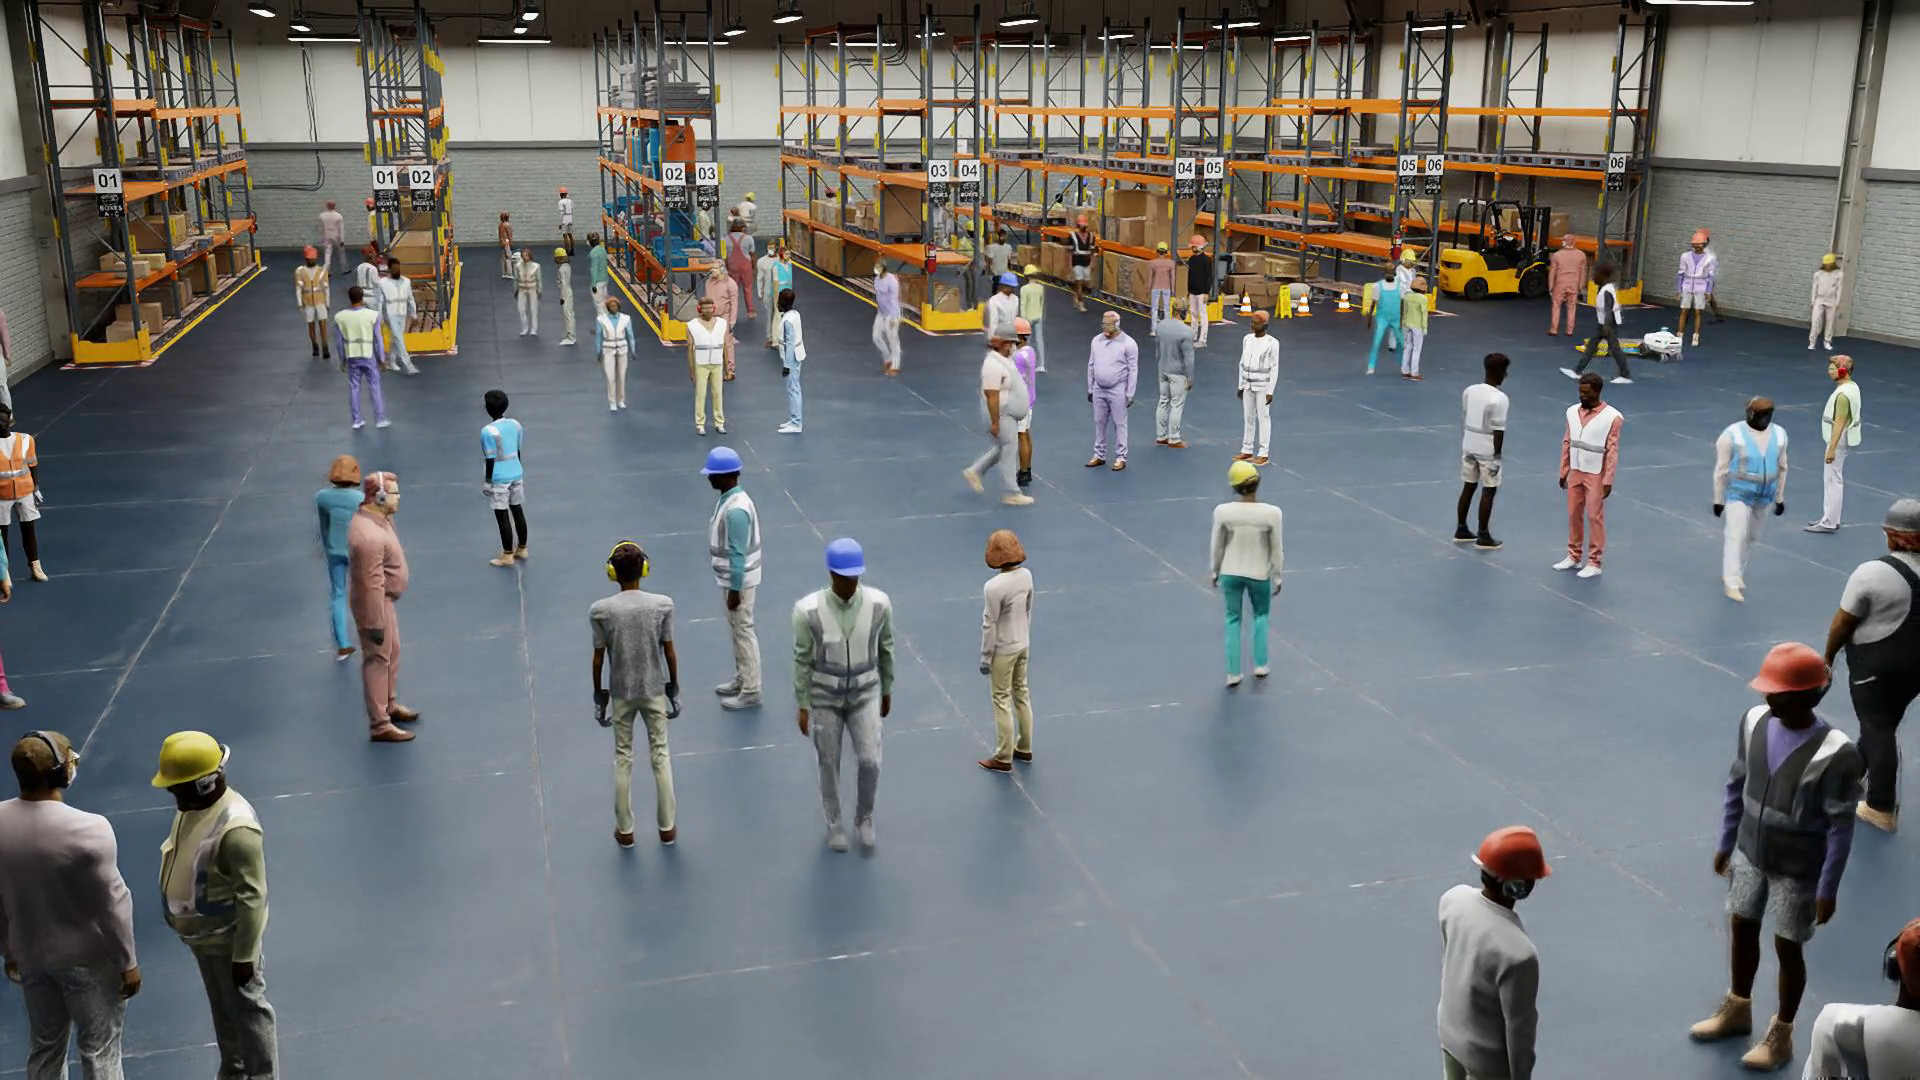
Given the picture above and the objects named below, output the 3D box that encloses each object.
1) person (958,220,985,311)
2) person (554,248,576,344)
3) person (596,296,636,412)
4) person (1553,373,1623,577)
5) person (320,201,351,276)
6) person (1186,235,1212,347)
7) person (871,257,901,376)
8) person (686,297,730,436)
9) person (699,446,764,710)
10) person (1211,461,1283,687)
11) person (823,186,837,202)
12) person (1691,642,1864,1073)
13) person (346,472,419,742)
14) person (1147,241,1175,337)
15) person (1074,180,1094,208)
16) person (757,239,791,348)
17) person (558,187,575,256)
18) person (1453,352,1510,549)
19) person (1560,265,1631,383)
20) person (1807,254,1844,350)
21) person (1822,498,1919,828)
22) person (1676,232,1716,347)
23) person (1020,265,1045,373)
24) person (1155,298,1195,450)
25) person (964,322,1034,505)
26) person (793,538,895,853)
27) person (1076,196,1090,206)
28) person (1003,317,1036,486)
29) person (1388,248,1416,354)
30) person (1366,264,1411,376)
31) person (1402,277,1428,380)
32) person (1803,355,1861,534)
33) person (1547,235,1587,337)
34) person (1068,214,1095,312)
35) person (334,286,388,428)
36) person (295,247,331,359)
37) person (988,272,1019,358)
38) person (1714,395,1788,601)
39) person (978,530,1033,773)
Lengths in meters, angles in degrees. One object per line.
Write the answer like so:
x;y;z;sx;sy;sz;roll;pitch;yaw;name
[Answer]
0.243;-5.678;34.551;0.592;1.907;0.464;-5;16;-20;person
-7.175;-4.419;30.148;0.311;1.737;0.483;0;15;-2;person
-4.892;-2.646;23.696;0.526;1.626;0.555;-6;16;-22;person
5.859;-0.618;15.527;0.407;1.907;0.597;-9;17;-29;person
-15.765;-7.584;41.815;0.643;1.866;0.971;2;15;7;person
4.260;-4.454;29.794;0.392;1.990;0.612;-8;17;-27;person
-1.164;-3.575;26.644;0.473;1.915;0.637;-11;18;-35;person
-3.336;-2.303;22.006;0.560;1.837;0.390;-8;17;-28;person
-1.659;0.267;12.143;0.421;1.938;0.603;-4;15;-14;person
2.179;0.236;12.629;0.550;1.731;0.535;4;15;13;person
-3.719;-9.181;47.739;0.401;1.909;0.541;9;17;30;person
3.694;1.436;7.543;0.400;2.038;0.618;-7;16;-23;person
-4.020;0.454;11.521;0.400;1.898;0.735;-6;16;-21;person
3.753;-4.686;31.099;0.533;1.767;0.327;0;15;2;person
3.777;-10.013;50.795;0.605;1.948;0.391;1;15;4;person
-3.313;-4.395;29.700;0.630;1.934;0.365;2;15;7;person
-11.125;-8.971;46.892;0.357;1.938;0.543;7;17;25;person
5.176;-0.887;16.437;0.374;1.957;0.630;-6;16;-22;person
10.056;-3.374;26.028;1.061;1.837;0.603;2;15;9;person
15.297;-4.195;29.382;0.488;1.693;0.623;9;17;31;person
5.709;0.689;10.344;0.703;2.000;0.977;-1;15;-5;person
13.175;-4.492;29.834;0.605;2.045;0.387;9;17;31;person
1.101;-3.614;27.129;0.547;1.730;0.844;-12;19;-37;person
2.719;-2.100;21.063;0.382;1.928;0.639;-11;19;-36;person
0.434;-1.417;18.269;0.754;2.000;0.687;3;15;10;person
-0.672;0.912;9.704;0.617;1.932;0.477;-3;15;-13;person
3.443;-8.742;46.233;0.533;1.827;0.580;-9;18;-31;person
0.684;-1.587;19.099;0.349;1.942;0.545;4;15;14;person
7.735;-4.165;29.016;0.600;1.827;0.404;-12;19;-38;person
6.920;-3.537;26.728;0.749;1.804;0.527;3;15;10;person
7.214;-3.355;26.364;0.284;1.627;0.504;-7;17;-25;person
8.982;-0.975;17.011;0.402;1.833;0.569;9;17;30;person
11.332;-4.752;31.108;0.644;1.897;0.395;2;15;6;person
2.523;-5.791;34.761;0.613;2.026;0.657;-5;16;-17;person
-8.075;-2.464;22.448;0.598;1.916;0.380;-2;15;-8;person
-11.067;-4.055;28.490;0.545;1.889;0.931;-5;16;-18;person
0.642;-2.938;24.210;0.629;1.925;0.458;-12;19;-39;person
7.061;-0.398;14.887;0.629;1.852;0.547;-2;15;-6;person
0.311;0.729;10.994;0.279;1.624;0.494;10;18;33;person
